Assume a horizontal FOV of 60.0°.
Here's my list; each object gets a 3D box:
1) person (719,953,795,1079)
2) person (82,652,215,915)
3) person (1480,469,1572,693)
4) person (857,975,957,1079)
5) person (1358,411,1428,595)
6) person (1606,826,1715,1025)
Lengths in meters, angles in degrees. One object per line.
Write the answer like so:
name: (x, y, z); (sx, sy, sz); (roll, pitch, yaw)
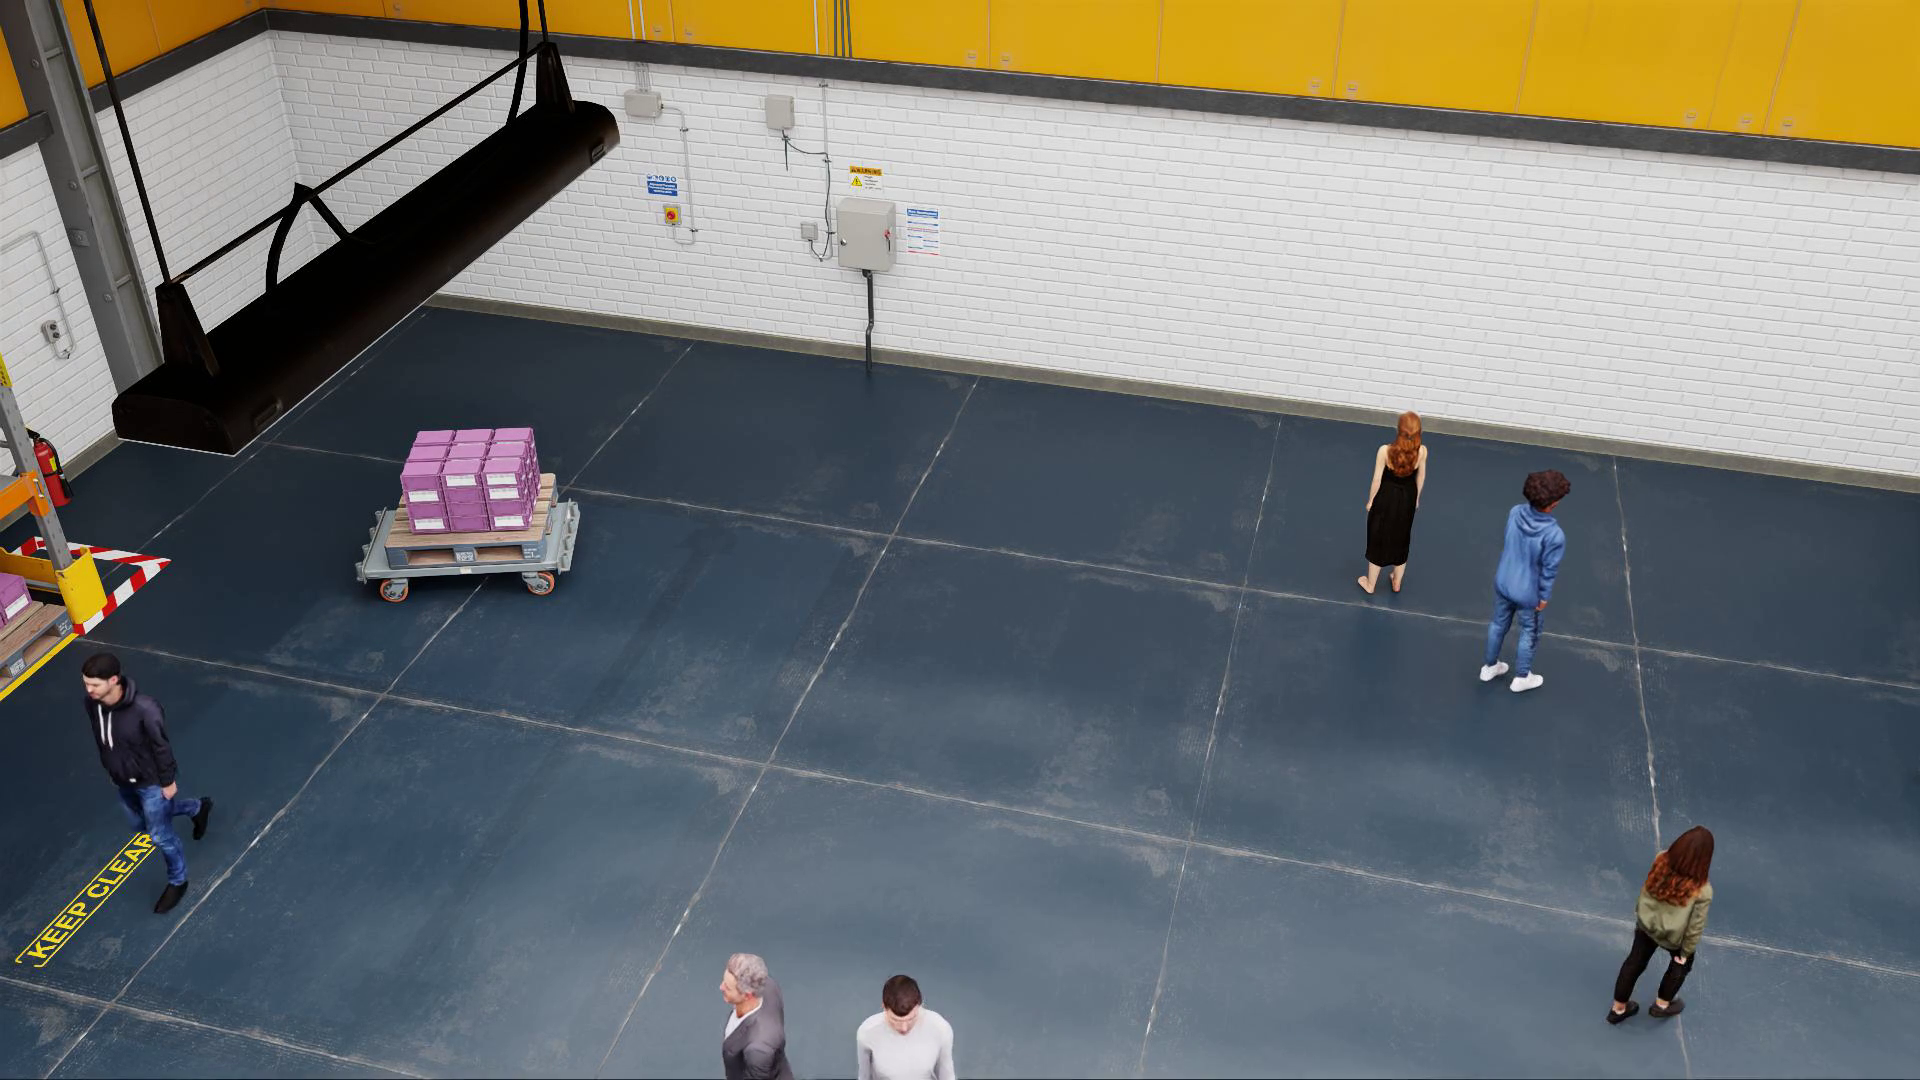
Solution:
person: (-0.897, 2.736, 8.209); (1.125, 1.803, 1.224); (-8, 34, -11)
person: (-4.929, 1.381, 10.184); (0.723, 1.874, 1.004); (12, 36, 18)
person: (3.980, 0.295, 11.883); (0.867, 1.802, 0.816); (-19, 38, -27)
person: (-0.269, 2.738, 8.197); (0.883, 1.815, 1.185); (-3, 34, -5)
person: (3.377, -0.289, 12.922); (0.643, 1.625, 0.673); (-3, 34, -4)
person: (3.901, 2.205, 9.321); (0.838, 1.458, 0.777); (-20, 38, -27)
